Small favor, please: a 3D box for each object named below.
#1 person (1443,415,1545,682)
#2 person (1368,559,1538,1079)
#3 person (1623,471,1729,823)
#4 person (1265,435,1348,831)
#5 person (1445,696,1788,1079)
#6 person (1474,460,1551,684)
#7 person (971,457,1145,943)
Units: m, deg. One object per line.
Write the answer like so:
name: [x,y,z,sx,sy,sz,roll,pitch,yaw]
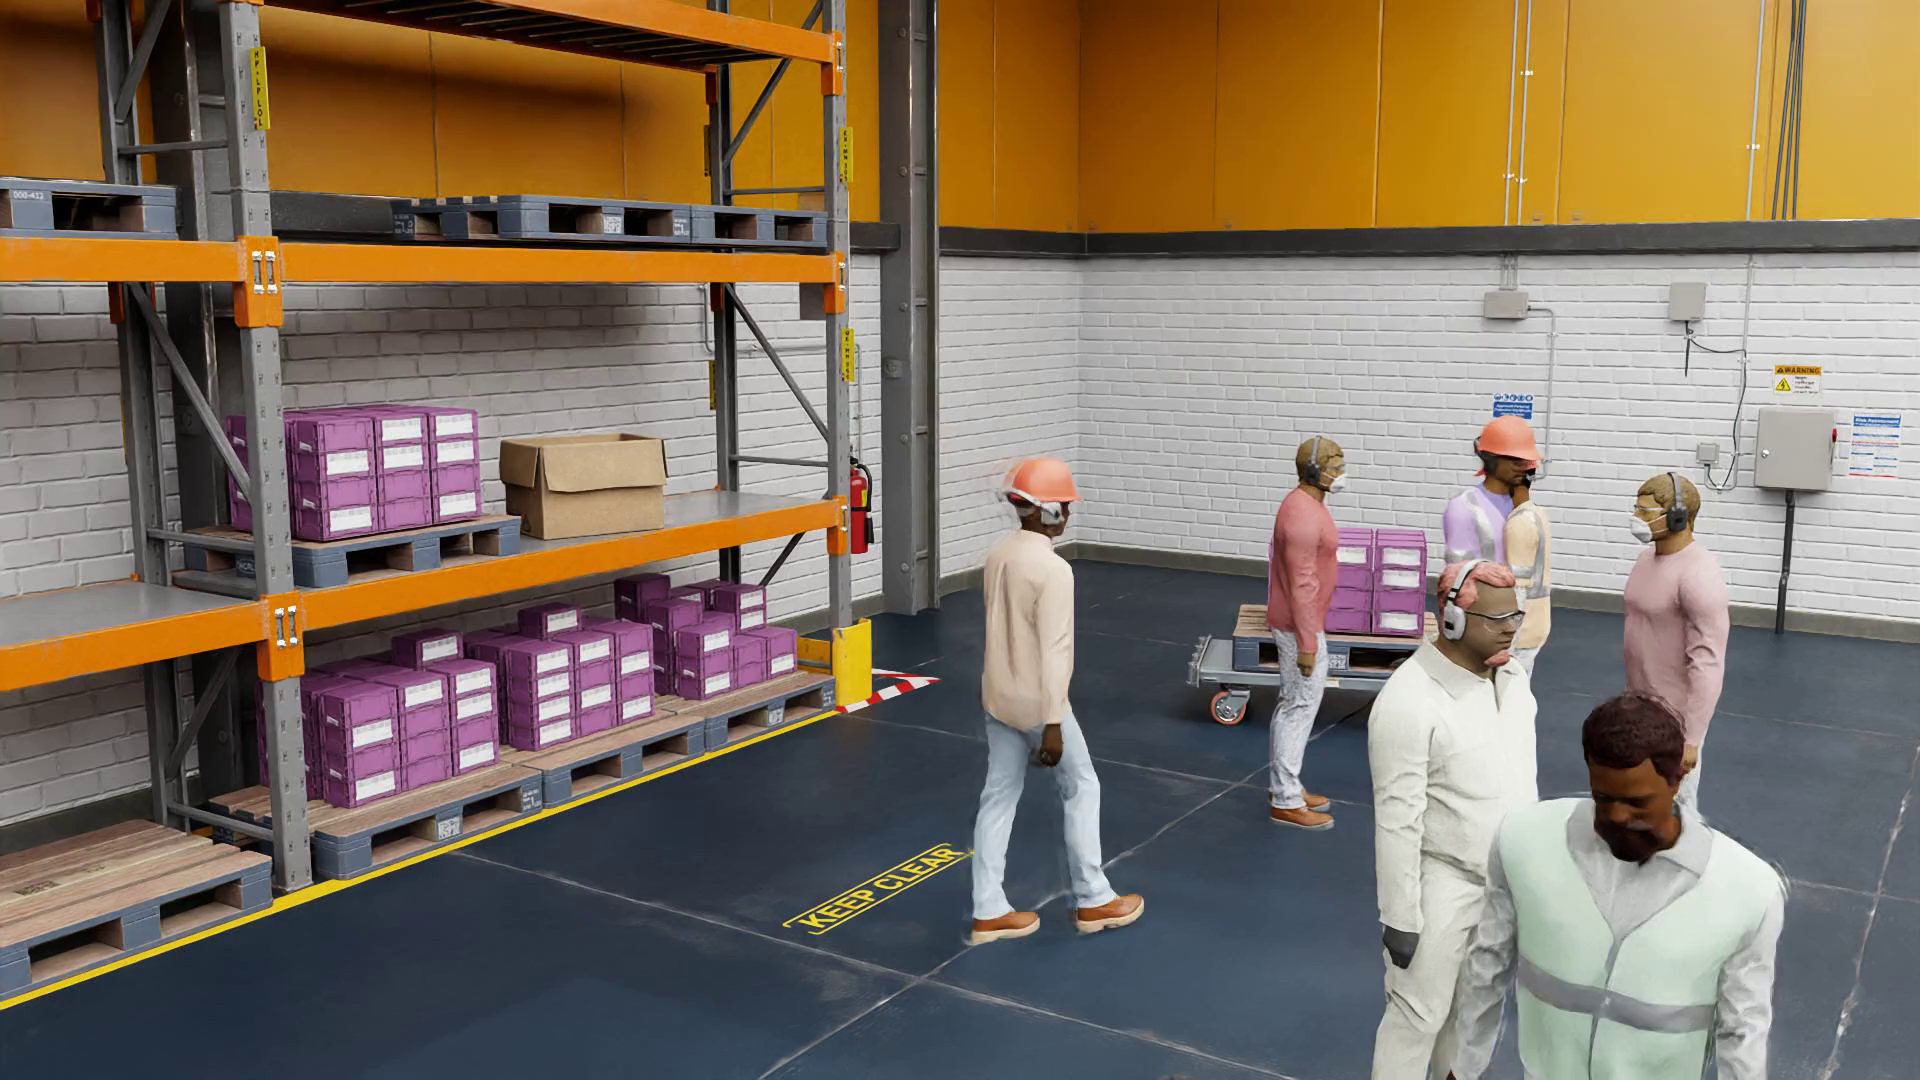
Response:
person: [2.611,0.404,8.127,0.616,2.031,0.407,-6,10,-32]
person: [1.435,0.990,4.768,0.636,1.900,0.399,-7,11,-40]
person: [2.753,0.695,6.525,0.355,1.938,0.637,0,9,1]
person: [1.691,0.447,8.182,0.370,1.932,0.638,2,9,12]
person: [1.384,1.199,3.615,0.674,1.841,1.040,4,10,27]
person: [2.688,0.452,8.162,0.391,1.924,0.550,3,9,22]
person: [0.395,0.643,6.769,0.865,1.959,0.659,-5,10,-29]
